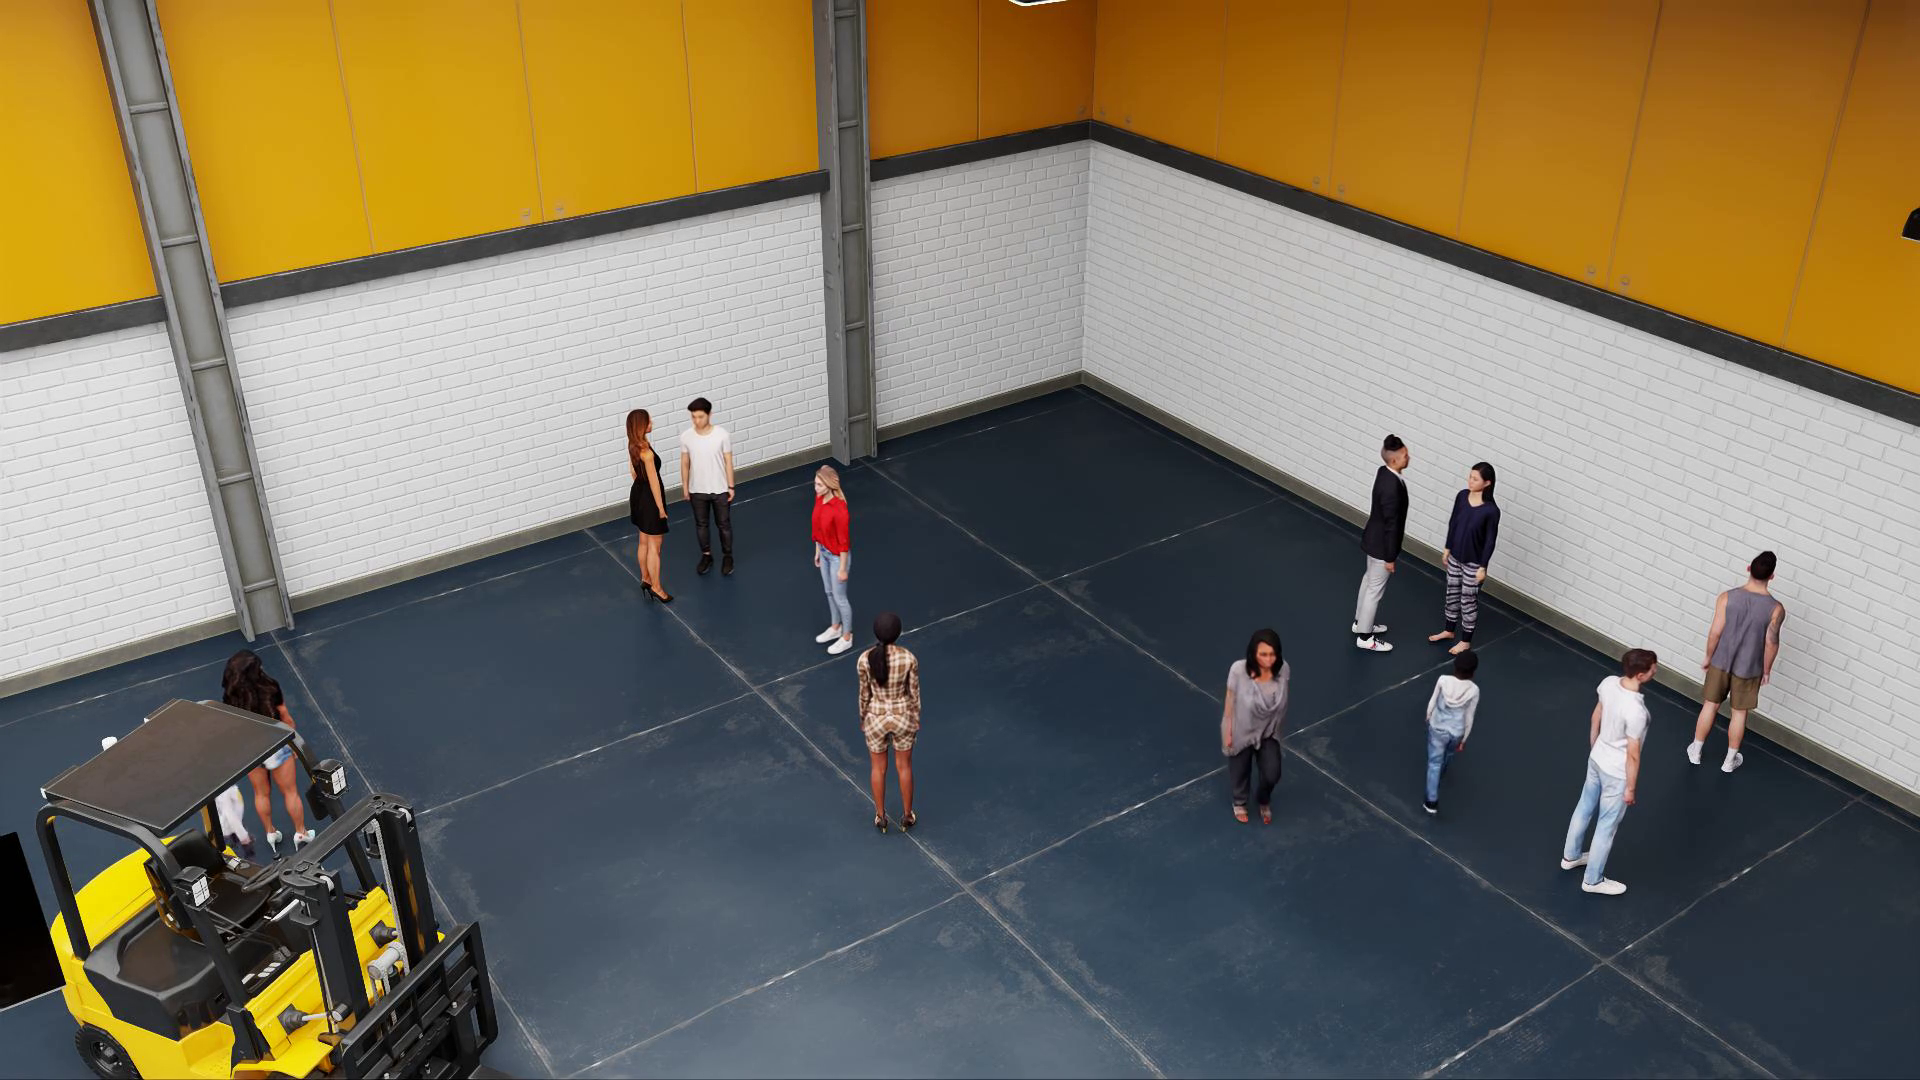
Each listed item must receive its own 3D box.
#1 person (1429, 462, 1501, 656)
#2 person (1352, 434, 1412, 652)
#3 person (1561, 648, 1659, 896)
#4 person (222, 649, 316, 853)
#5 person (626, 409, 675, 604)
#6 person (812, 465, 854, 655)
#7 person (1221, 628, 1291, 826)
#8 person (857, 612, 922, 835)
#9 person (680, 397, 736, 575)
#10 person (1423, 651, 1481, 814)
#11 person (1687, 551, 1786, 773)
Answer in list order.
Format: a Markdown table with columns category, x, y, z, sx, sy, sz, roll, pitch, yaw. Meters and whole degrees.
| category | x | y | z | sx | sy | sz | roll | pitch | yaw |
| --- | --- | --- | --- | --- | --- | --- | --- | --- | --- |
| person | 4.226 | 0.131 | 13.812 | 0.526 | 1.734 | 0.615 | -16 | 33 | -27 |
| person | 3.518 | -0.013 | 13.851 | 0.831 | 1.950 | 0.791 | 3 | 29 | 5 |
| person | 4.367 | 1.520 | 11.146 | 0.704 | 1.851 | 0.736 | -5 | 29 | -8 |
| person | -4.785 | 1.463 | 11.484 | 0.645 | 1.626 | 0.721 | 0 | 29 | 0 |
| person | -2.716 | -0.294 | 14.487 | 0.507 | 1.835 | 0.567 | -19 | 34 | -31 |
| person | -1.046 | 0.140 | 13.827 | 0.503 | 1.705 | 0.604 | -19 | 34 | -31 |
| person | 2.079 | 1.284 | 11.846 | 0.740 | 1.593 | 0.817 | -2 | 29 | -3 |
| person | -0.492 | 1.289 | 11.632 | 0.656 | 1.790 | 0.740 | 1 | 29 | 1 |
| person | -2.254 | -0.506 | 15.000 | 0.683 | 1.716 | 0.770 | 2 | 29 | 3 |
| person | 3.513 | 1.396 | 12.018 | 0.844 | 1.232 | 0.925 | 6 | 29 | 11 |
| person | 5.764 | 0.904 | 12.352 | 0.712 | 1.844 | 0.709 | 15 | 32 | 26 |
